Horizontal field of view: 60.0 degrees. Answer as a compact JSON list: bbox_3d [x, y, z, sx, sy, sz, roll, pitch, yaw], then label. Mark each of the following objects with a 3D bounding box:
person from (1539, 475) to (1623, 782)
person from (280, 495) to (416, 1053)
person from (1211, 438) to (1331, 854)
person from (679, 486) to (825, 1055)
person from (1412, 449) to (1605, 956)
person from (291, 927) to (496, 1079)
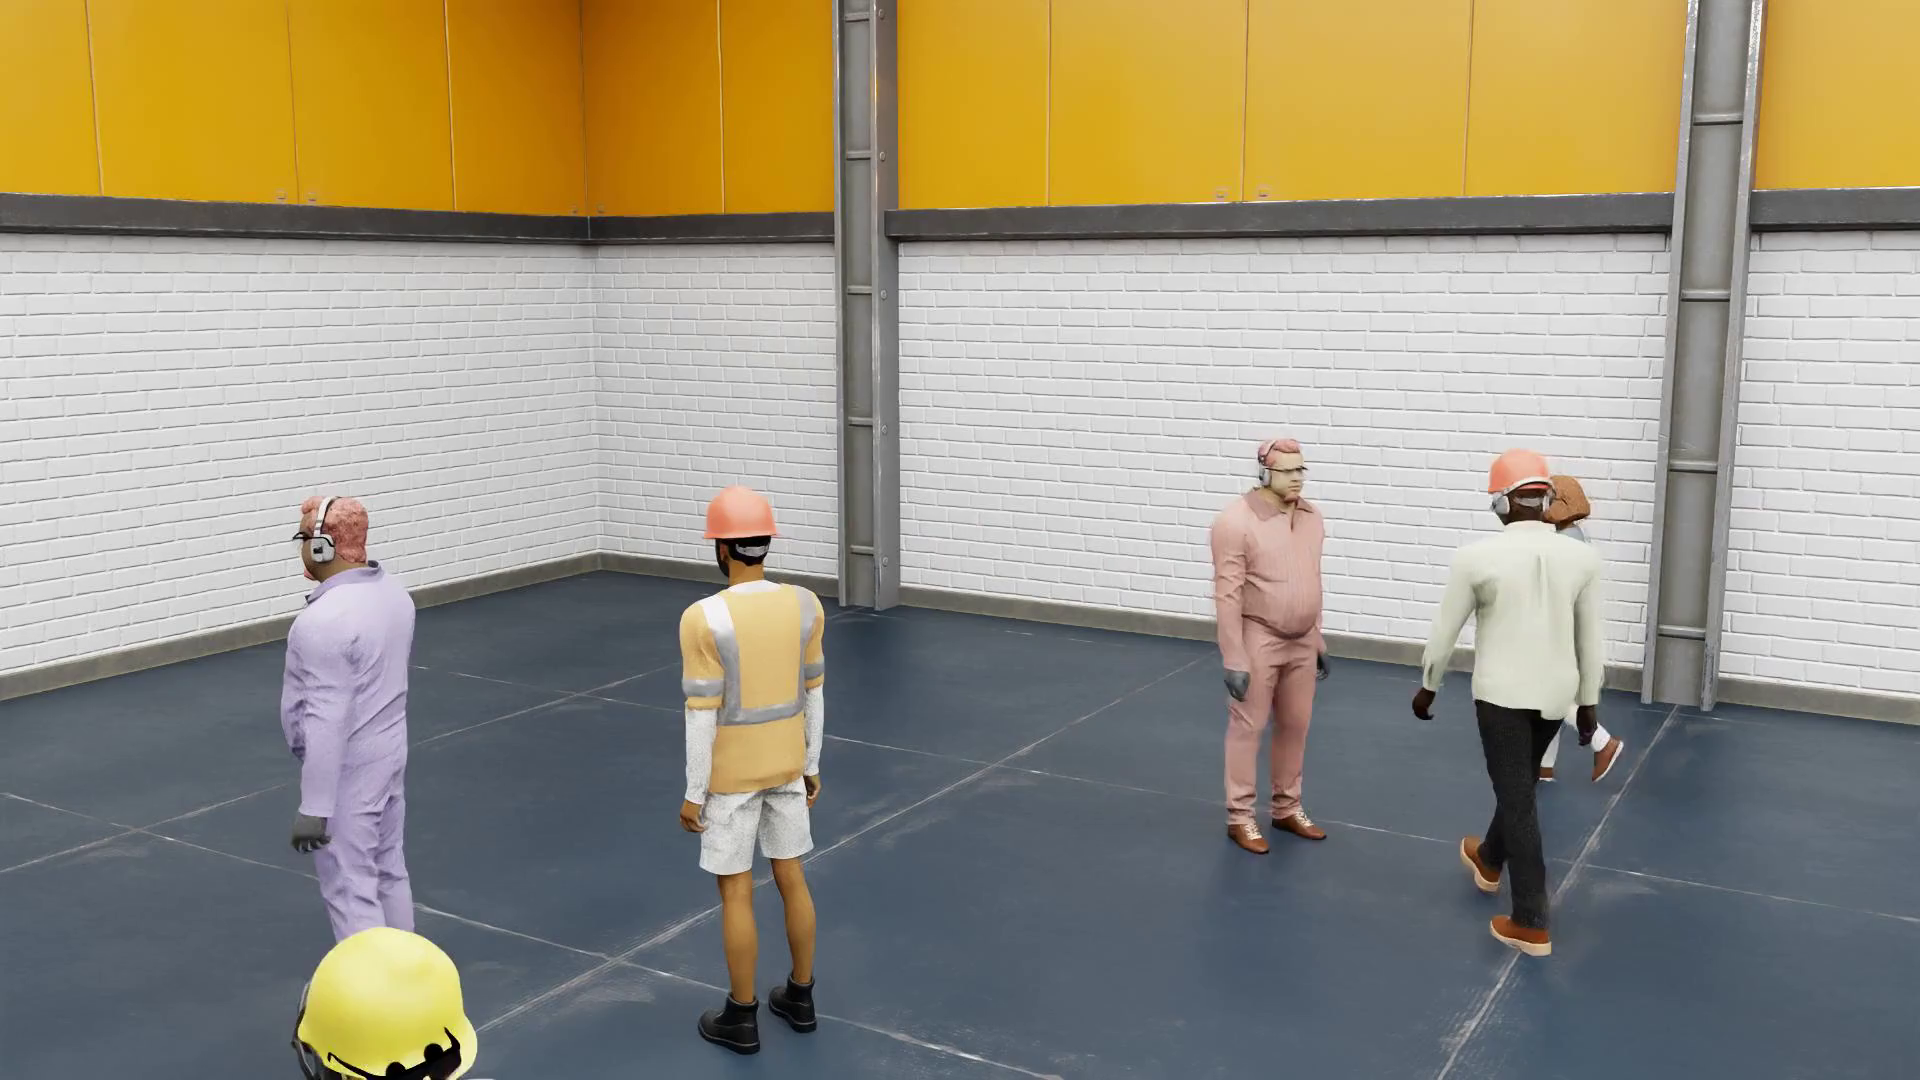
[{"bbox_3d":[3.117,0.475,8.543,0.502,1.618,0.519,4,10,23],"label":"person"},{"bbox_3d":[-2.099,0.792,5.699,0.405,1.906,0.652,0,9,3],"label":"person"},{"bbox_3d":[1.469,0.480,7.666,0.689,1.905,0.424,-6,11,-32],"label":"person"},{"bbox_3d":[-0.726,0.777,5.701,0.551,1.932,0.378,-7,12,-38],"label":"person"},{"bbox_3d":[2.205,0.604,6.751,0.638,1.933,1.015,-2,9,-11],"label":"person"},{"bbox_3d":[-0.818,1.391,2.449,0.363,1.752,0.525,6,11,34],"label":"person"}]
